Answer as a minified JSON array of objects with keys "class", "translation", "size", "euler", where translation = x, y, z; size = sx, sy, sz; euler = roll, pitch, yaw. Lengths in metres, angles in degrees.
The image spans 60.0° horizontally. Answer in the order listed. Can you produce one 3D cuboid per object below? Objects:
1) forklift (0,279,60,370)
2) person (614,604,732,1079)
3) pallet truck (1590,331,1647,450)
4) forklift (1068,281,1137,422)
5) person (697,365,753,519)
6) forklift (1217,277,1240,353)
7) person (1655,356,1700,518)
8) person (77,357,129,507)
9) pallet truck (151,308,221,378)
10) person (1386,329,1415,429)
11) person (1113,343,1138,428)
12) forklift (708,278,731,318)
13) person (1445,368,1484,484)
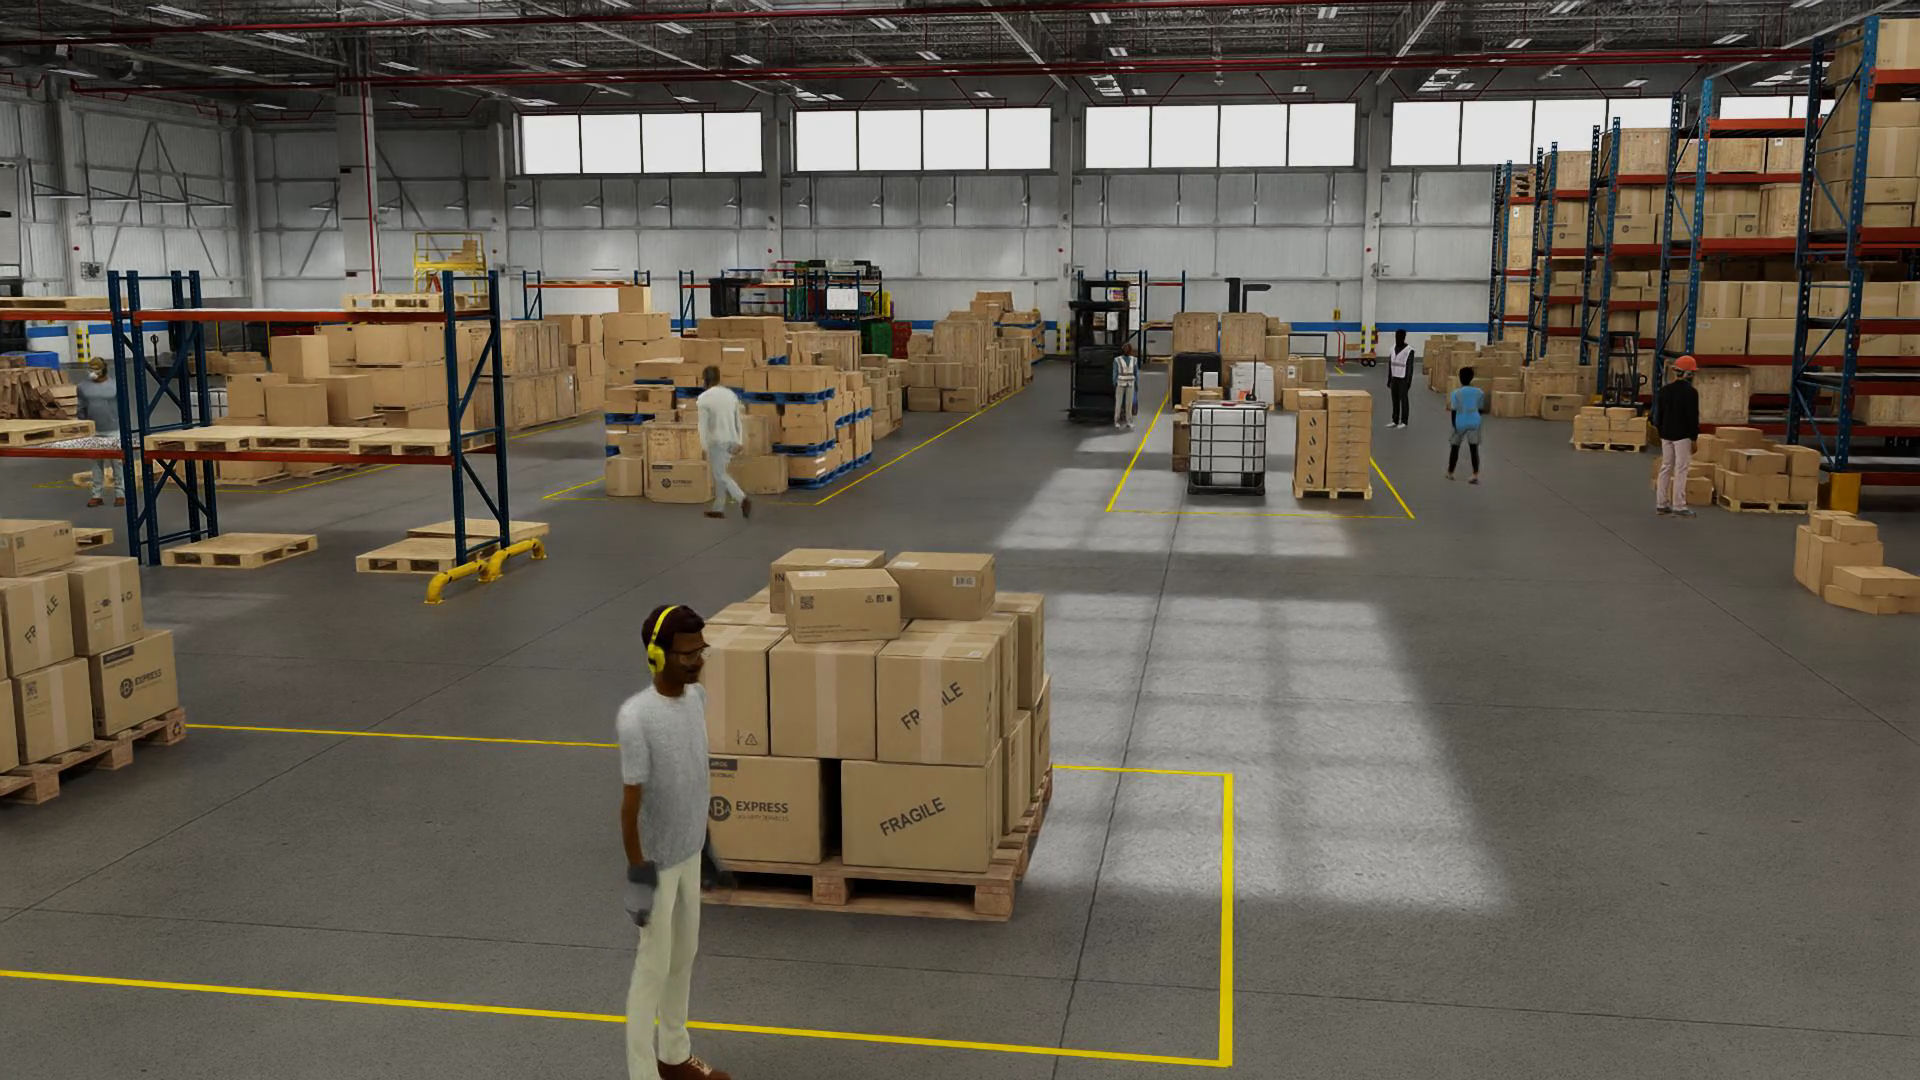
[{"class":"forklift","translation":[-22.592,-4.798,39.505],"size":[1.873,2.768,1.129],"euler":[1,9,9]},{"class":"person","translation":[-1.033,1.144,5.981],"size":[0.310,1.864,0.533],"euler":[4,10,22]},{"class":"pallet truck","translation":[11.253,-2.573,28.499],"size":[0.823,1.965,1.885],"euler":[5,10,27]},{"class":"forklift","translation":[2.951,-3.874,33.810],"size":[1.129,2.768,1.873],"euler":[3,10,16]},{"class":"person","translation":[-2.818,-1.163,20.119],"size":[0.825,1.902,0.658],"euler":[7,11,35]},{"class":"forklift","translation":[7.931,-6.231,48.345],"size":[1.873,2.768,1.129],"euler":[1,9,9]},{"class":"person","translation":[8.859,-1.270,20.471],"size":[0.396,1.992,0.622],"euler":[-3,10,-19]},{"class":"person","translation":[-10.993,-1.386,21.369],"size":[0.627,1.936,0.375],"euler":[-1,9,-8]},{"class":"pallet truck","translation":[-21.869,-5.598,47.154],"size":[0.823,1.965,1.885],"euler":[4,10,26]},{"class":"person","translation":[8.493,-3.103,32.047],"size":[0.397,1.911,0.587],"euler":[-5,11,-31]},{"class":"person","translation":[3.197,-2.988,32.158],"size":[0.523,1.638,0.310],"euler":[-3,10,-15]},{"class":"forklift","translation":[-6.506,-5.721,45.201],"size":[1.873,2.768,1.129],"euler":[2,9,11]},{"class":"person","translation":[7.244,-1.636,23.782],"size":[0.533,1.654,0.887],"euler":[-1,9,-5]}]
